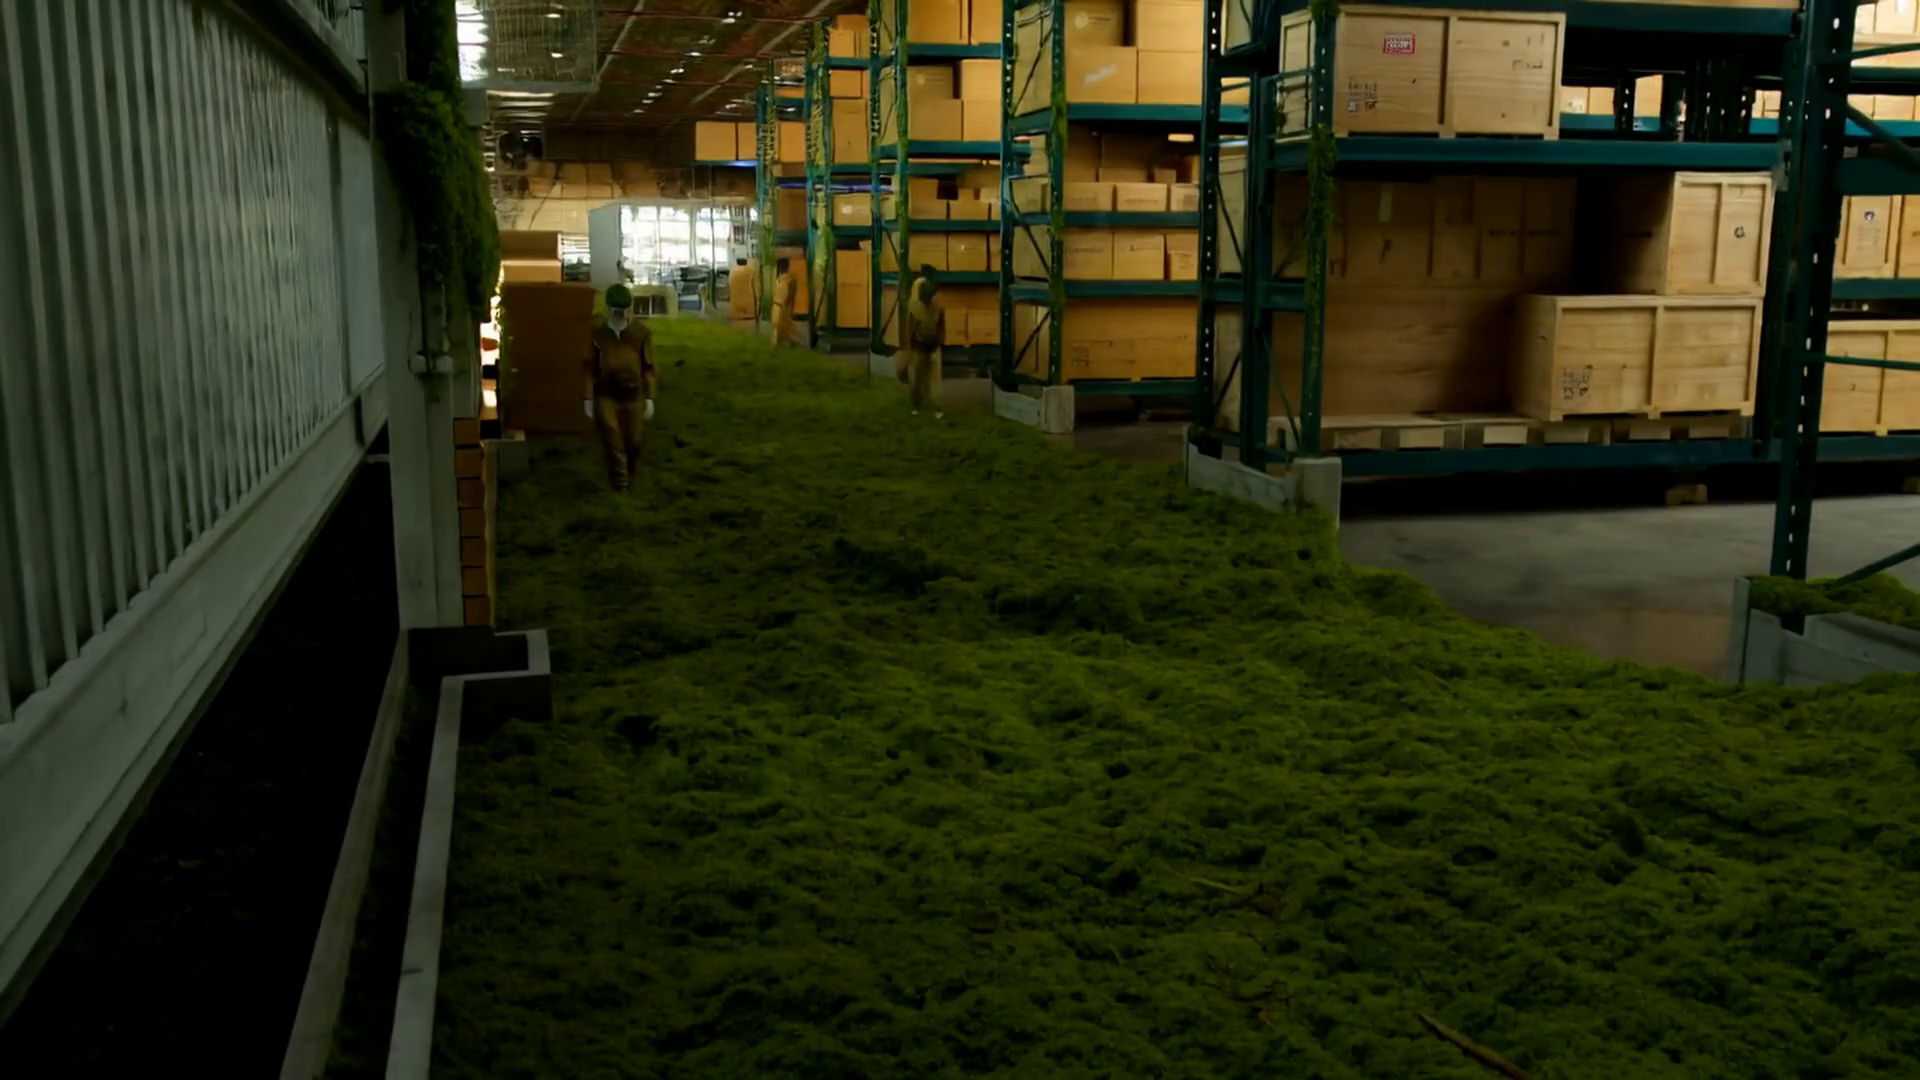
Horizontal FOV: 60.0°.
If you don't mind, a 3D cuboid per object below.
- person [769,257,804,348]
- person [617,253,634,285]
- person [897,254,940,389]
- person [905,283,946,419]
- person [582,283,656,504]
[{"bbox_3d":[-3.479,-4.738,33.233,0.640,1.816,0.745,4,11,23],"label":"person"},{"bbox_3d":[-11.610,-9.043,57.616,0.595,1.815,0.828,-9,13,-41],"label":"person"},{"bbox_3d":[-0.542,-3.090,23.602,0.516,1.914,0.570,2,10,13],"label":"person"},{"bbox_3d":[-0.413,-2.234,19.667,0.518,1.594,0.854,-3,10,-15],"label":"person"},{"bbox_3d":[-2.669,-1.133,13.042,0.567,1.734,0.523,-2,10,-11],"label":"person"}]
